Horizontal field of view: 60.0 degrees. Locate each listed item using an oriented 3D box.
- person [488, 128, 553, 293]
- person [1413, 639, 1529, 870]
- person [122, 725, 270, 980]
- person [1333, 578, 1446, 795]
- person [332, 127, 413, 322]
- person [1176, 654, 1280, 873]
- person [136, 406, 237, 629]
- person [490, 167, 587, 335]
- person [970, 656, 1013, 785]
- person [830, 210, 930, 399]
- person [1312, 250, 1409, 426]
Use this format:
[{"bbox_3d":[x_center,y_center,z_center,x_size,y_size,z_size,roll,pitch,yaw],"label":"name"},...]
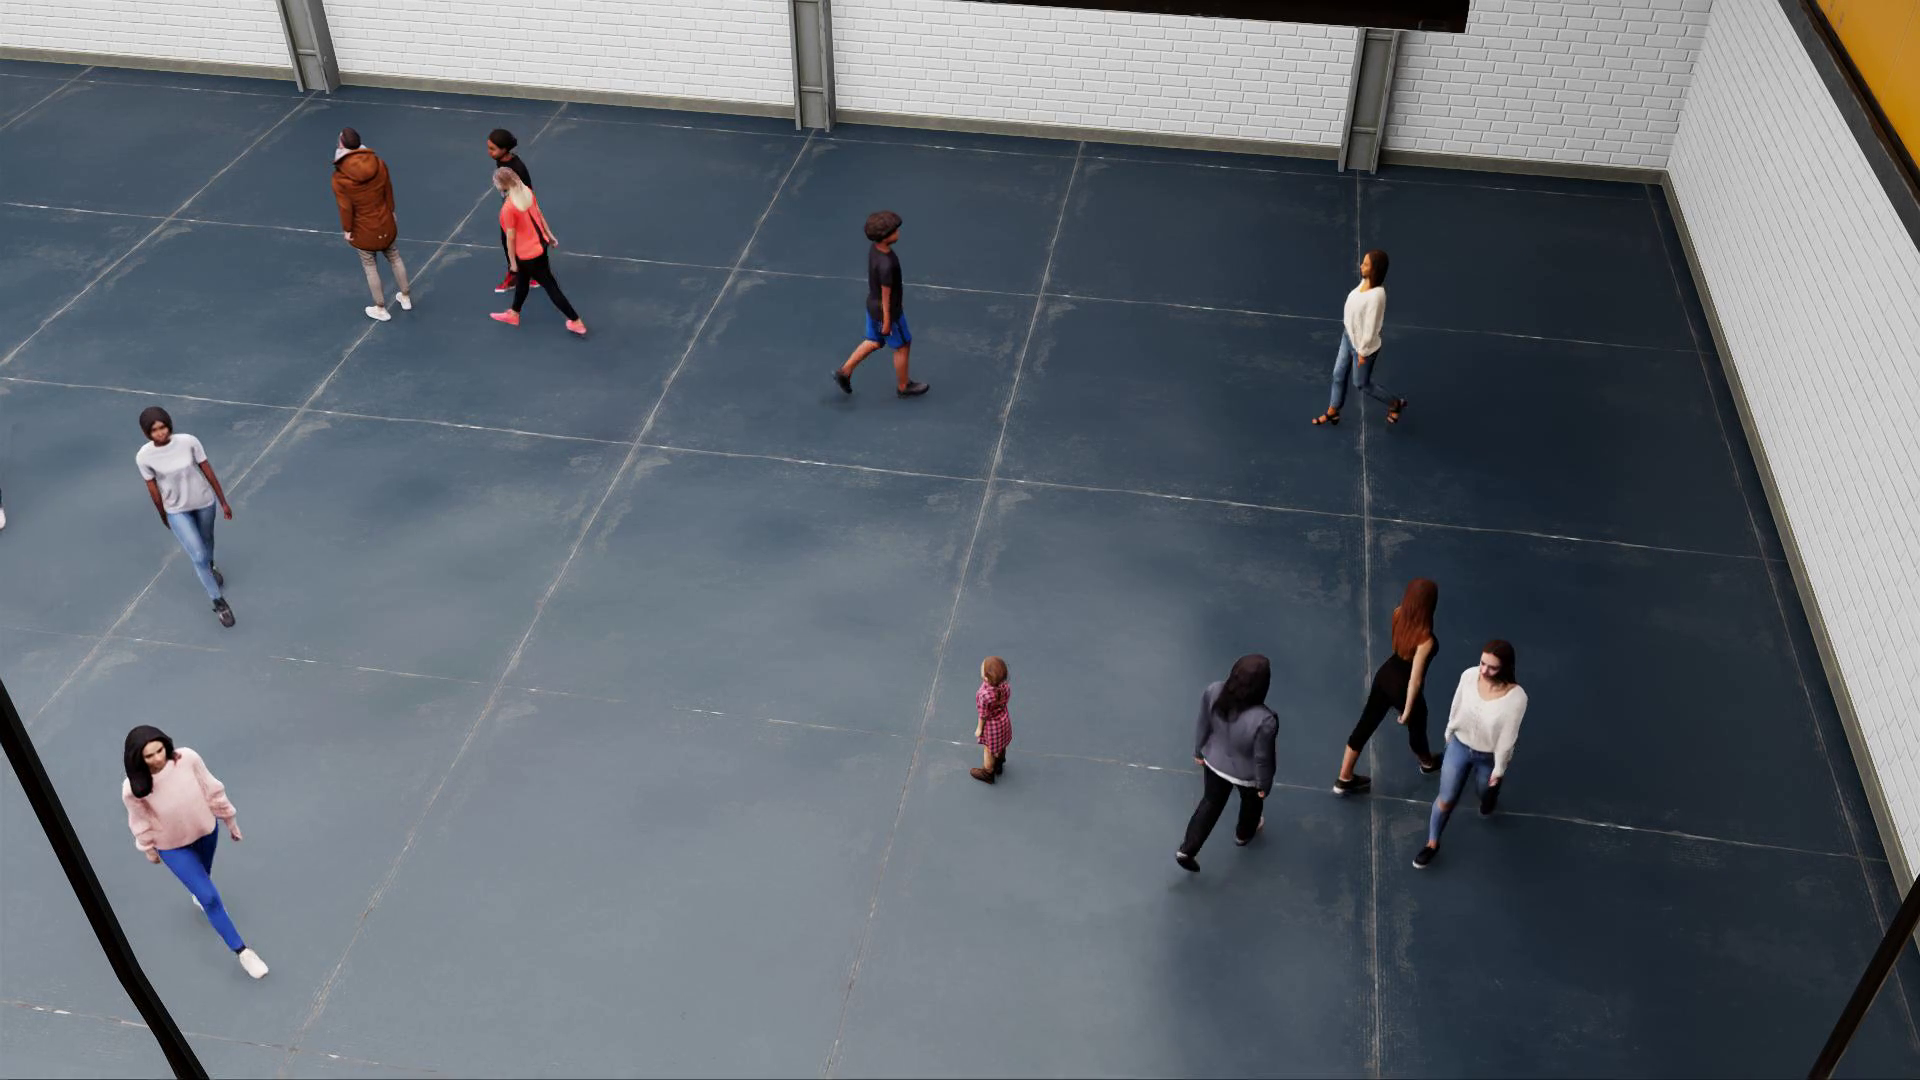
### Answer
[{"bbox_3d":[-4.019,-3.095,15.448,0.866,1.651,0.883,31,48,33],"label":"person"},{"bbox_3d":[3.158,1.241,10.005,1.087,1.668,1.011,28,46,30],"label":"person"},{"bbox_3d":[-4.414,1.655,9.449,1.230,1.716,1.049,30,47,32],"label":"person"},{"bbox_3d":[2.647,0.954,10.344,1.171,1.694,0.943,-12,40,-15],"label":"person"},{"bbox_3d":[-5.307,-2.854,14.995,0.885,1.839,0.848,29,47,31],"label":"person"},{"bbox_3d":[1.598,1.371,9.918,1.072,1.573,1.052,28,46,30],"label":"person"},{"bbox_3d":[-5.506,-0.259,11.875,1.070,1.678,1.156,-25,45,-28],"label":"person"},{"bbox_3d":[-3.718,-2.533,14.764,1.105,1.626,0.648,11,40,13],"label":"person"},{"bbox_3d":[0.207,1.145,10.643,0.541,1.022,0.500,28,47,31],"label":"person"},{"bbox_3d":[-0.705,-1.929,13.888,1.153,1.776,0.923,-10,40,-13],"label":"person"},{"bbox_3d":[3.359,-1.606,13.576,1.022,1.660,0.715,1,39,1],"label":"person"}]
